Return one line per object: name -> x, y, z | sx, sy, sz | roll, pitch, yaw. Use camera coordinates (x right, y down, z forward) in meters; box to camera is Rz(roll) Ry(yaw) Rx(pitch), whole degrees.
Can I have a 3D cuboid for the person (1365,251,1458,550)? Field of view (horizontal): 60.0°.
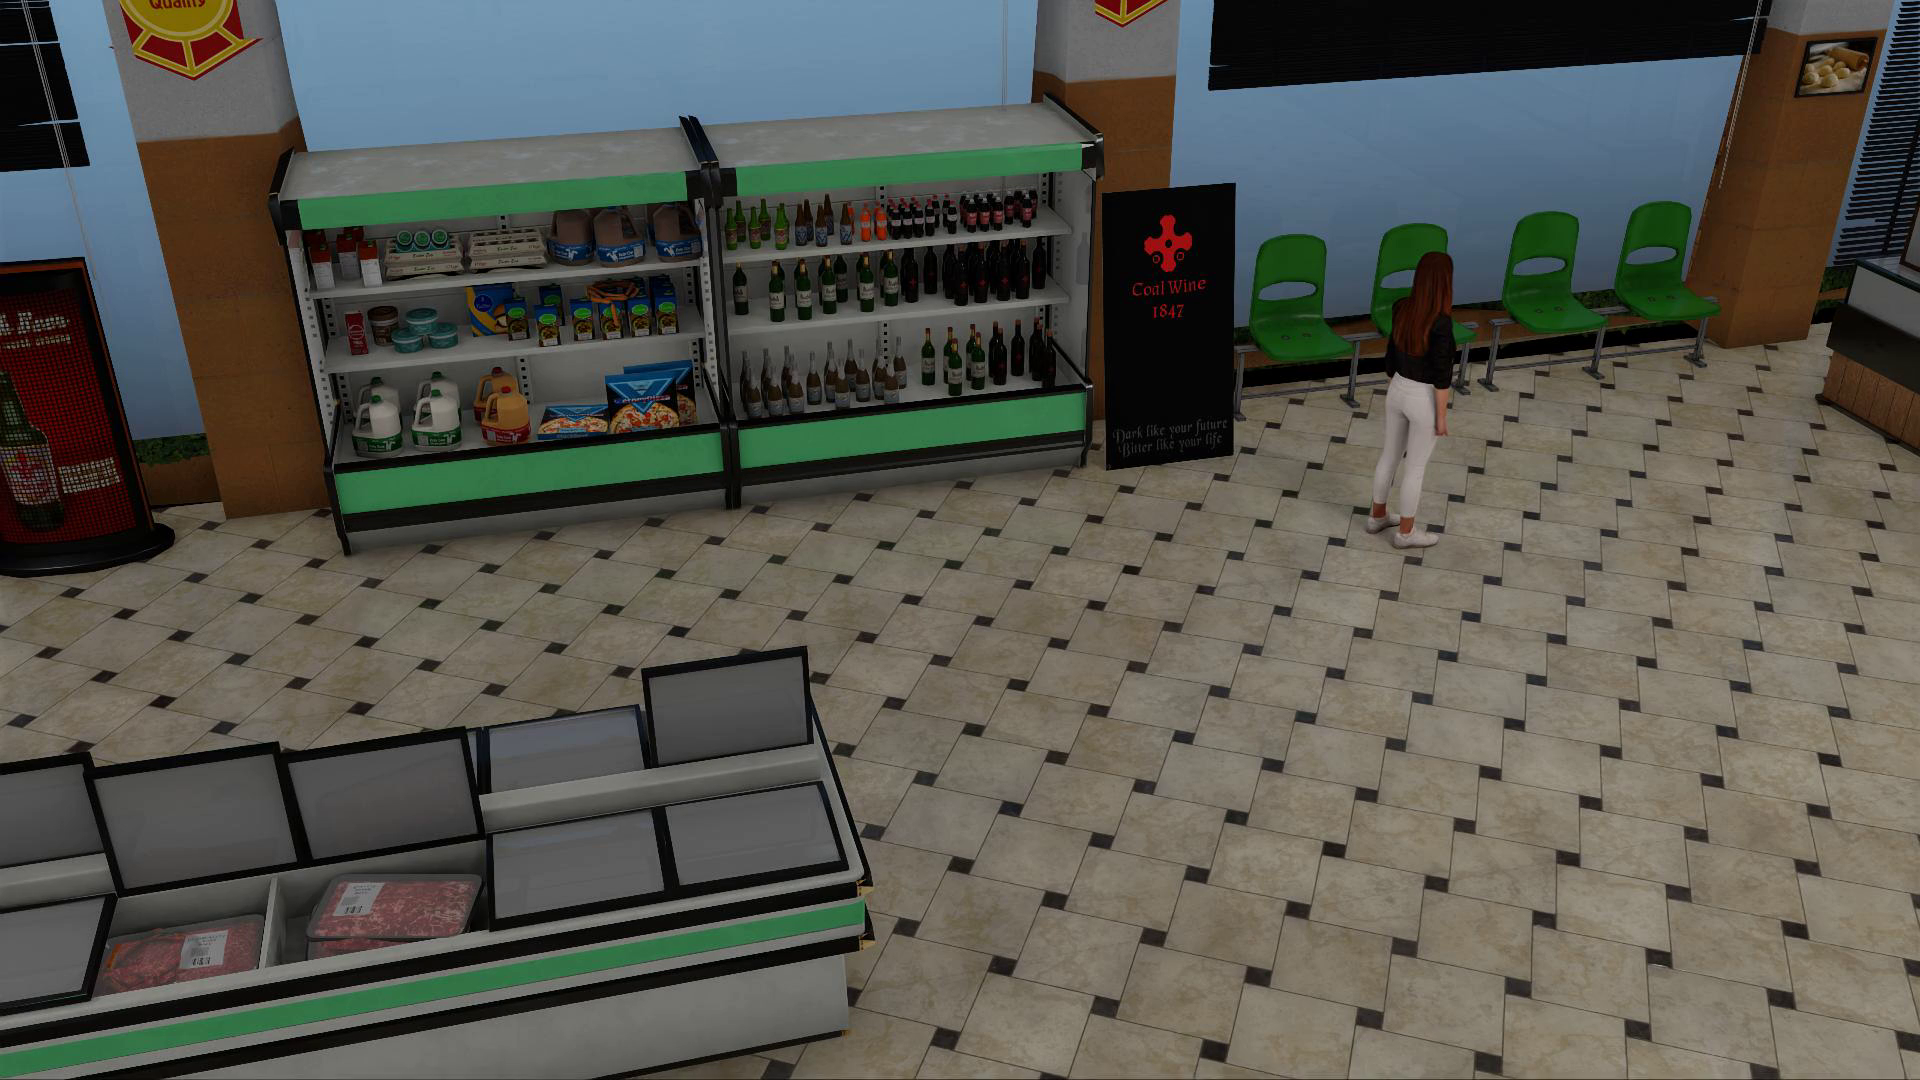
person -> 2.504, -0.773, 9.167 | 0.597, 1.704, 0.652 | -15, 32, -25
